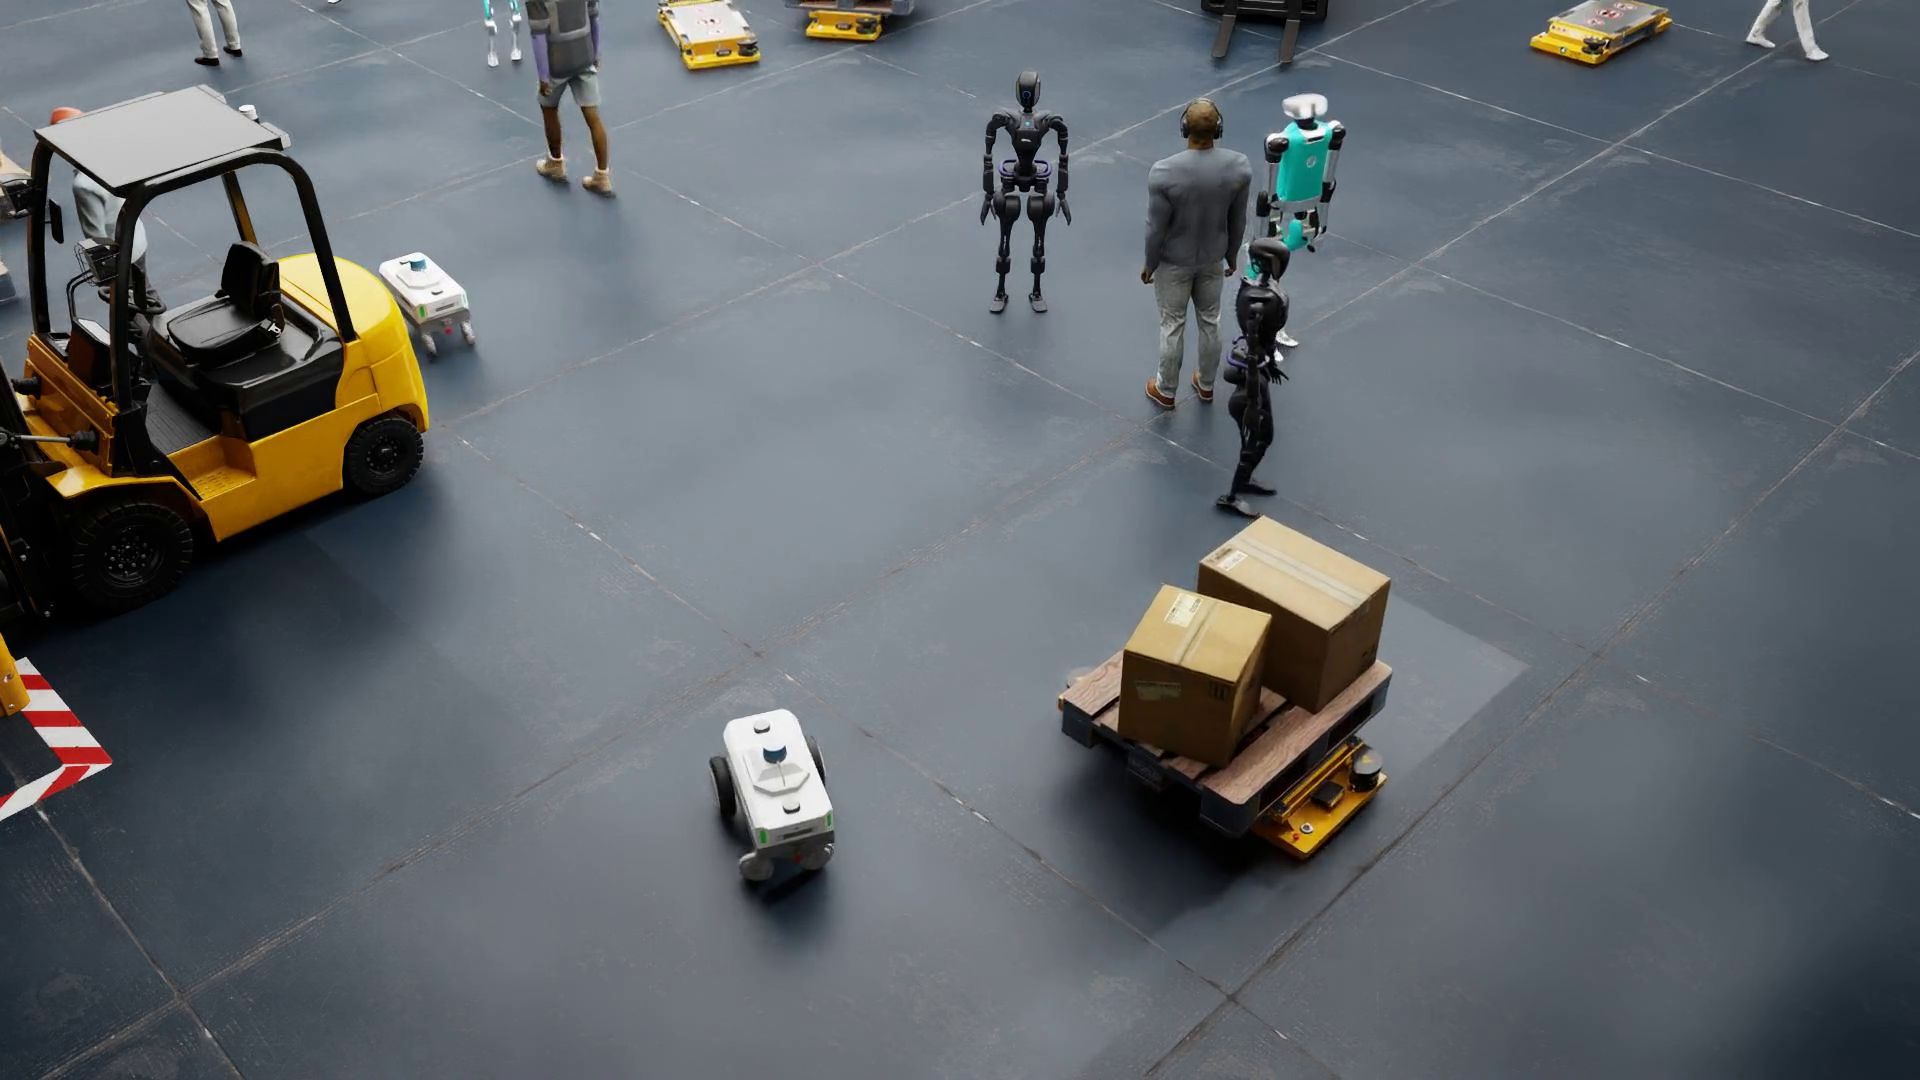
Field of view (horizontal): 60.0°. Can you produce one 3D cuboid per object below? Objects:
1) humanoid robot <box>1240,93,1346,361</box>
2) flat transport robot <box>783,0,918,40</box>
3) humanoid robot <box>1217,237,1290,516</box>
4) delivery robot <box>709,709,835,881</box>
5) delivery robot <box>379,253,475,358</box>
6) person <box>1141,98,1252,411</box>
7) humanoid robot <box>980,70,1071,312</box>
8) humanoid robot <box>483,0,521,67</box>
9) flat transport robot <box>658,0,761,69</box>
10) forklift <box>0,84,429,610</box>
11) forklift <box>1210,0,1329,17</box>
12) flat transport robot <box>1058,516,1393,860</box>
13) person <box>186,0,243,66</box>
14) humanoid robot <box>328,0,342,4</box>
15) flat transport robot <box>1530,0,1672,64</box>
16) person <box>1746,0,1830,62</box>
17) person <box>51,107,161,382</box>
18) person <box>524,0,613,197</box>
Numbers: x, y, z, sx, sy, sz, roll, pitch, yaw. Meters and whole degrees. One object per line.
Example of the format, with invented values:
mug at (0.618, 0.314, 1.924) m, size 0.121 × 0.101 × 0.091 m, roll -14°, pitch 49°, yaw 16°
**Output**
humanoid robot at (1.978, -2.003, 10.424) m, size 0.530 × 1.761 × 0.647 m, roll -15°, pitch 39°, yaw -19°
flat transport robot at (-0.966, -5.085, 15.803) m, size 0.659 × 0.231 × 1.431 m, roll 6°, pitch 37°, yaw 8°
humanoid robot at (1.598, -0.870, 8.976) m, size 0.334 × 1.650 × 0.589 m, roll 11°, pitch 38°, yaw 14°
delivery robot at (-0.808, 1.090, 7.313) m, size 0.502 × 0.611 × 0.782 m, roll -12°, pitch 38°, yaw -16°
delivery robot at (-3.512, -1.586, 10.893) m, size 0.499 × 0.608 × 0.793 m, roll -25°, pitch 43°, yaw -29°
person at (1.365, -1.664, 9.833) m, size 0.629 × 1.935 × 0.358 m, roll -8°, pitch 38°, yaw -11°
humanoid robot at (0.432, -2.255, 10.827) m, size 0.599 × 1.657 × 0.315 m, roll 1°, pitch 37°, yaw 1°
humanoid robot at (-4.026, -4.939, 14.341) m, size 0.535 × 1.756 × 0.691 m, roll -11°, pitch 38°, yaw -15°
flat transport robot at (-2.316, -4.672, 15.251) m, size 0.659 × 0.231 × 1.431 m, roll -12°, pitch 38°, yaw -15°
forklift at (-4.145, -1.093, 8.856) m, size 2.313 × 2.155 × 1.214 m, roll -31°, pitch 47°, yaw -34°
forklift at (3.106, -6.400, 15.960) m, size 1.214 × 2.155 × 2.313 m, roll 8°, pitch 37°, yaw 10°
flat transport robot at (1.214, 0.904, 7.786) m, size 1.431 × 0.231 × 0.659 m, roll 30°, pitch 46°, yaw 34°
person at (-6.666, -5.043, 14.483) m, size 0.383 × 1.783 × 0.541 m, roll 20°, pitch 41°, yaw 25°
humanoid robot at (-6.012, -5.930, 15.597) m, size 0.533 × 1.677 × 0.735 m, roll 20°, pitch 41°, yaw 25°
flat transport robot at (5.925, -4.719, 15.314) m, size 1.431 × 0.231 × 0.659 m, roll -30°, pitch 46°, yaw -34°
person at (7.472, -5.019, 14.598) m, size 0.561 × 1.588 × 0.826 m, roll -27°, pitch 44°, yaw -31°
person at (-5.182, -1.808, 10.189) m, size 0.351 × 1.737 × 0.571 m, roll -2°, pitch 37°, yaw -3°
person at (-2.969, -3.589, 12.338) m, size 0.623 × 2.011 × 0.876 m, roll -31°, pitch 47°, yaw -34°
